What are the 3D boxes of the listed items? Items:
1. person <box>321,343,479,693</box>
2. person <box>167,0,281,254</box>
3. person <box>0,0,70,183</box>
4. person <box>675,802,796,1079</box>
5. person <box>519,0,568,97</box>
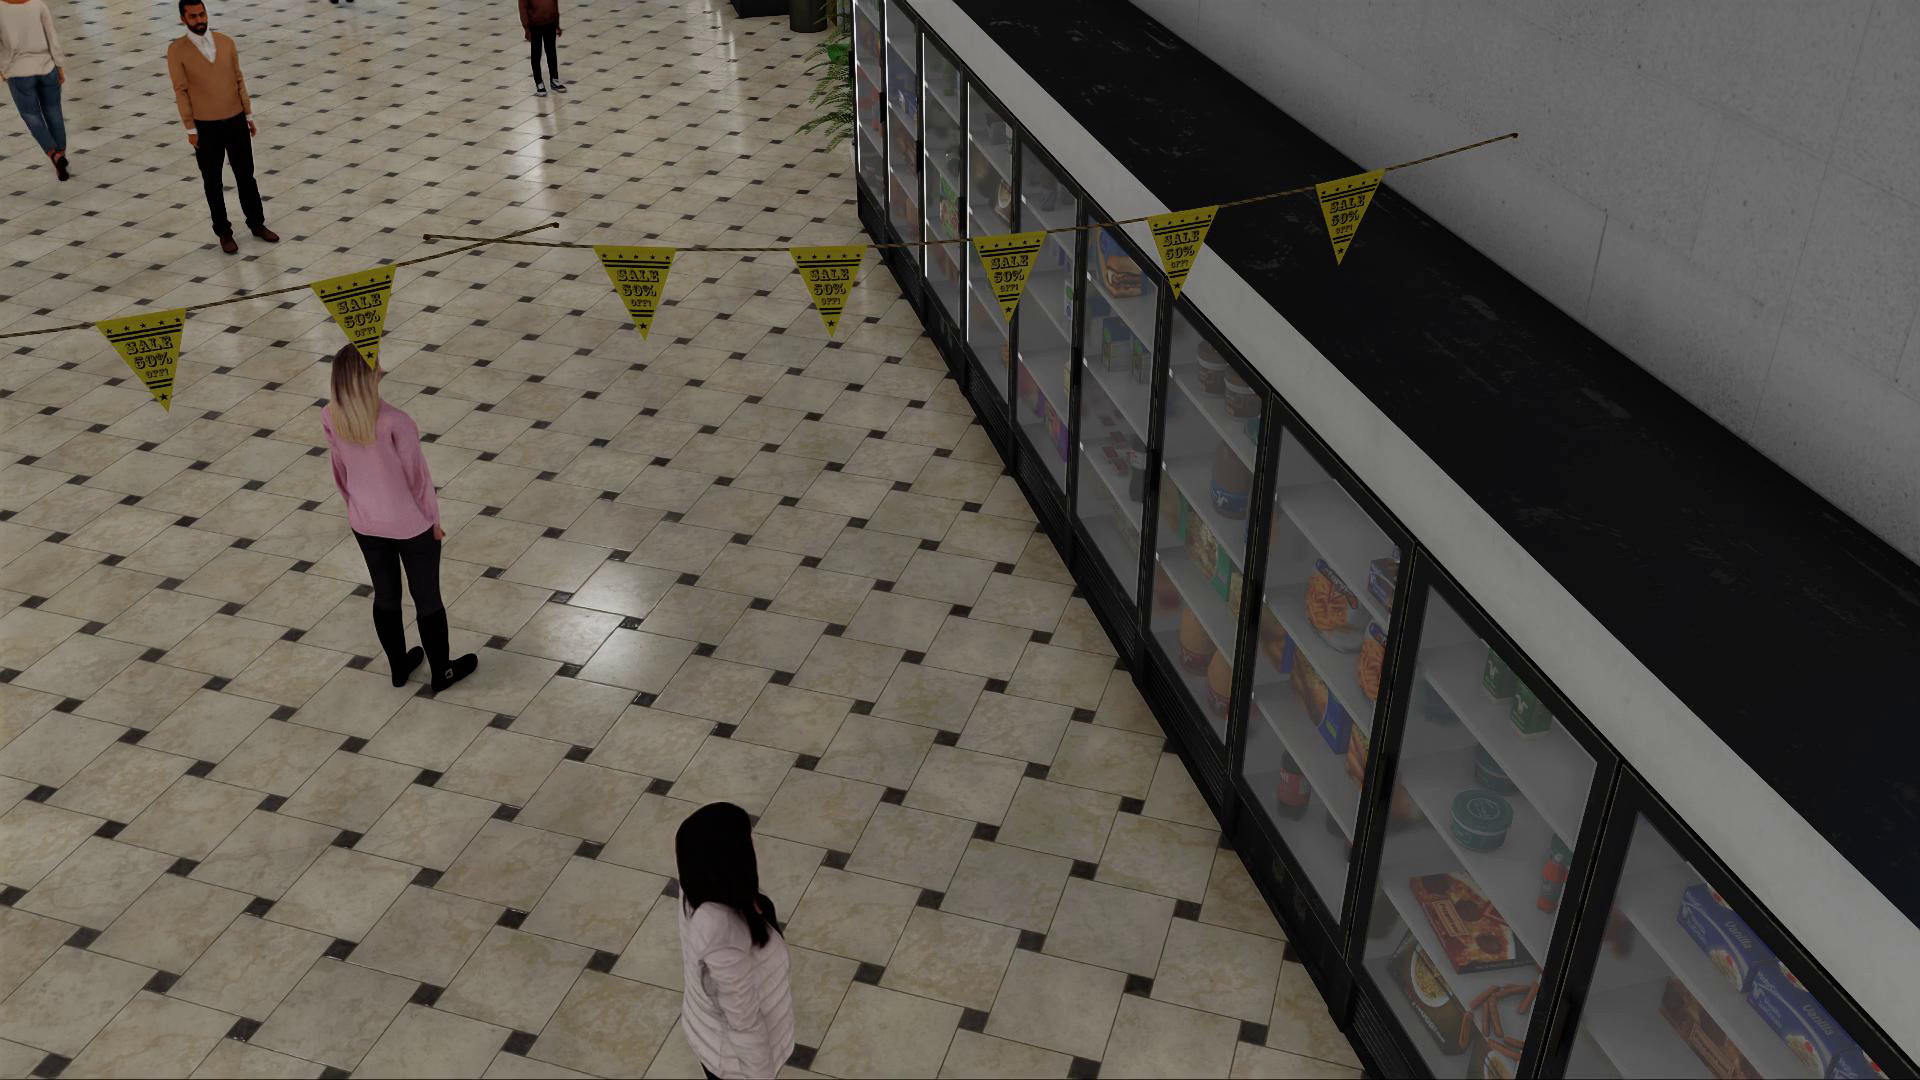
[{"bbox_3d":[-2.458,-0.084,7.185,0.640,1.689,0.743,9,33,13],"label":"person"},{"bbox_3d":[-5.218,-2.932,11.701,0.814,1.754,0.709,27,41,36],"label":"person"},{"bbox_3d":[-7.148,-3.577,12.828,1.025,1.657,0.893,-20,37,-29],"label":"person"},{"bbox_3d":[-0.658,1.406,4.840,0.579,1.637,0.643,-12,34,-19],"label":"person"},{"bbox_3d":[-3.758,-4.653,14.941,0.513,1.254,0.643,-22,38,-31],"label":"person"}]
